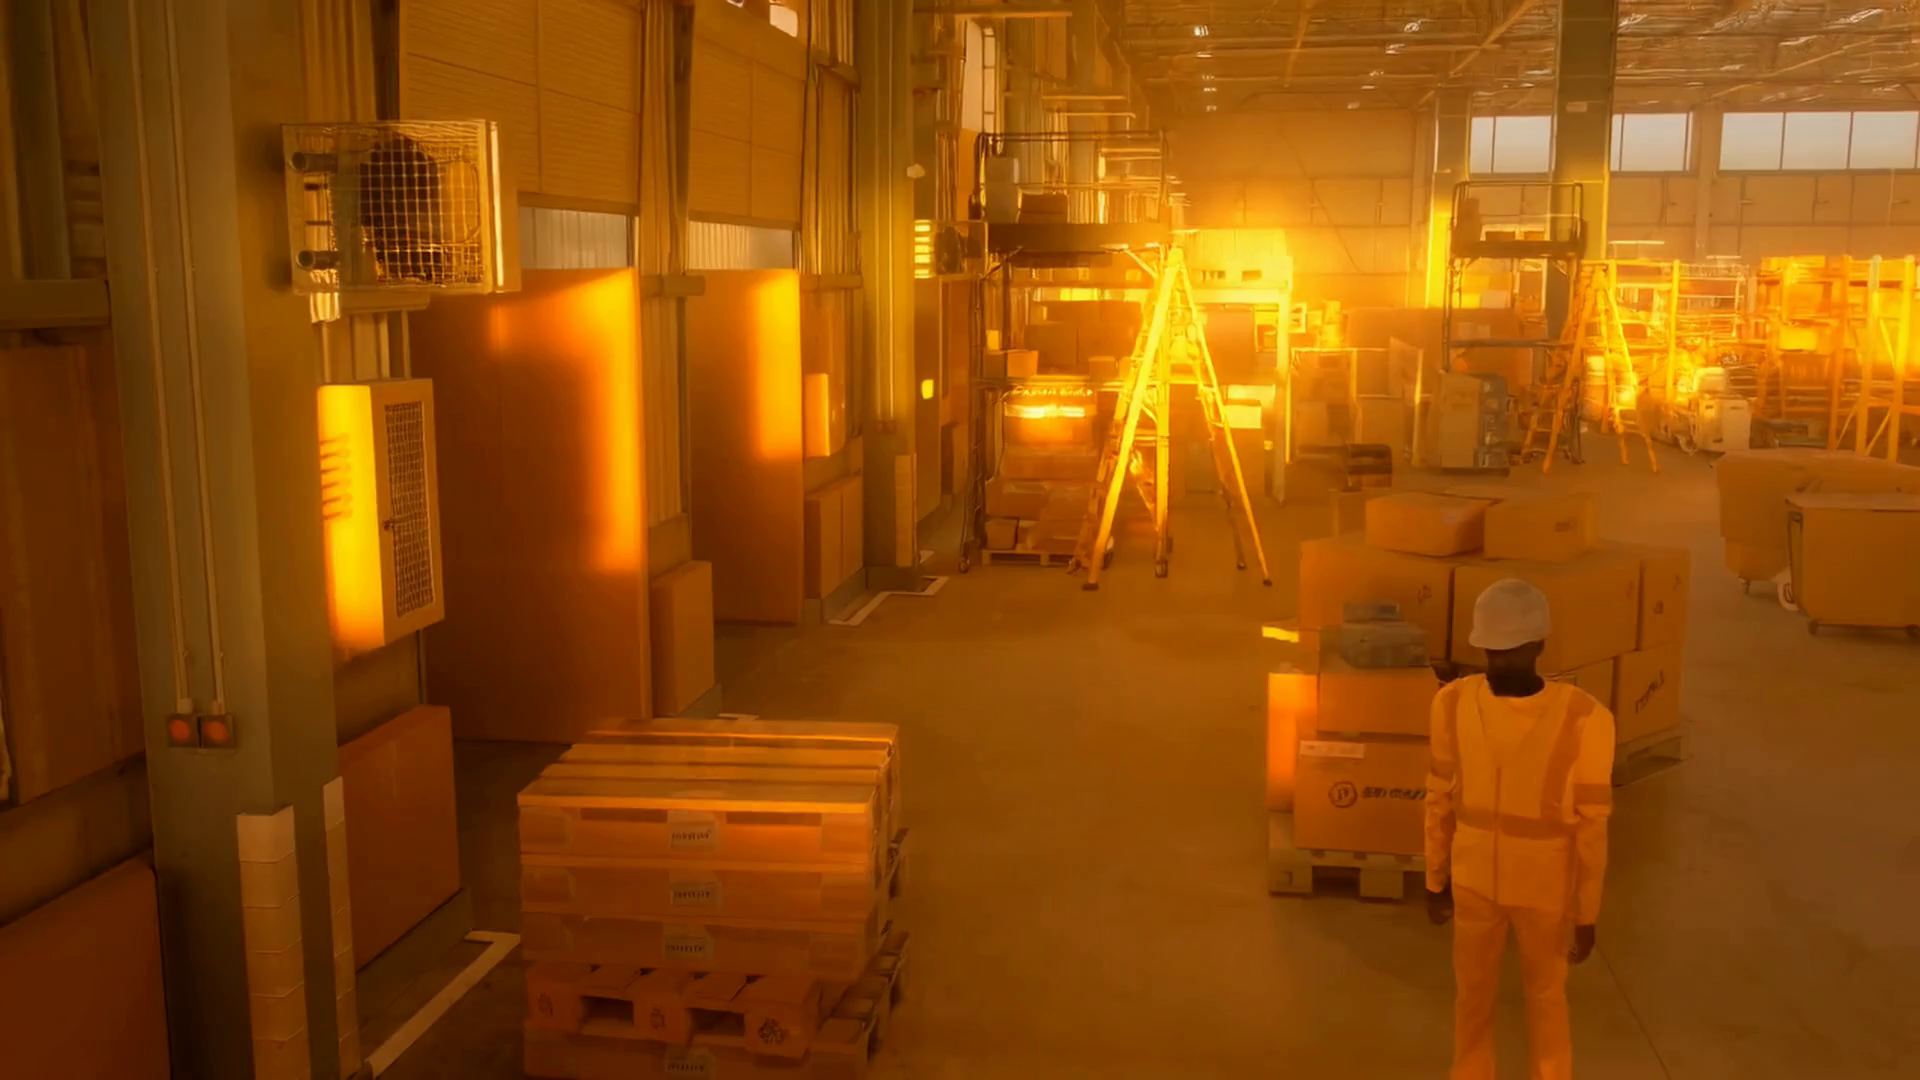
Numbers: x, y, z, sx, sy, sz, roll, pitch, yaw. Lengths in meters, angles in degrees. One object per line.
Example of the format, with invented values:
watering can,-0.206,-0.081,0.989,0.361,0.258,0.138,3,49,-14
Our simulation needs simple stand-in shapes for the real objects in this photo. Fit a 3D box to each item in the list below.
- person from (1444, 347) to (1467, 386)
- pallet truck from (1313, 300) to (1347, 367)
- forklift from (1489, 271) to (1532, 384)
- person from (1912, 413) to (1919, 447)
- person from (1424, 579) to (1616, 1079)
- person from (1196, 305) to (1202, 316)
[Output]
person,8.616,-2.672,28.955,0.530,1.671,0.657,-5,10,-28
pallet truck,11.159,-6.200,49.718,0.823,1.965,1.885,4,10,26
forklift,13.422,-5.322,41.591,1.873,2.768,1.129,1,9,9
person,15.627,-2.355,26.809,0.319,1.739,0.485,9,13,44
person,1.705,1.063,5.179,0.586,1.918,0.398,8,12,39
person,6.212,-5.200,43.735,0.374,1.939,0.545,-7,12,-38
